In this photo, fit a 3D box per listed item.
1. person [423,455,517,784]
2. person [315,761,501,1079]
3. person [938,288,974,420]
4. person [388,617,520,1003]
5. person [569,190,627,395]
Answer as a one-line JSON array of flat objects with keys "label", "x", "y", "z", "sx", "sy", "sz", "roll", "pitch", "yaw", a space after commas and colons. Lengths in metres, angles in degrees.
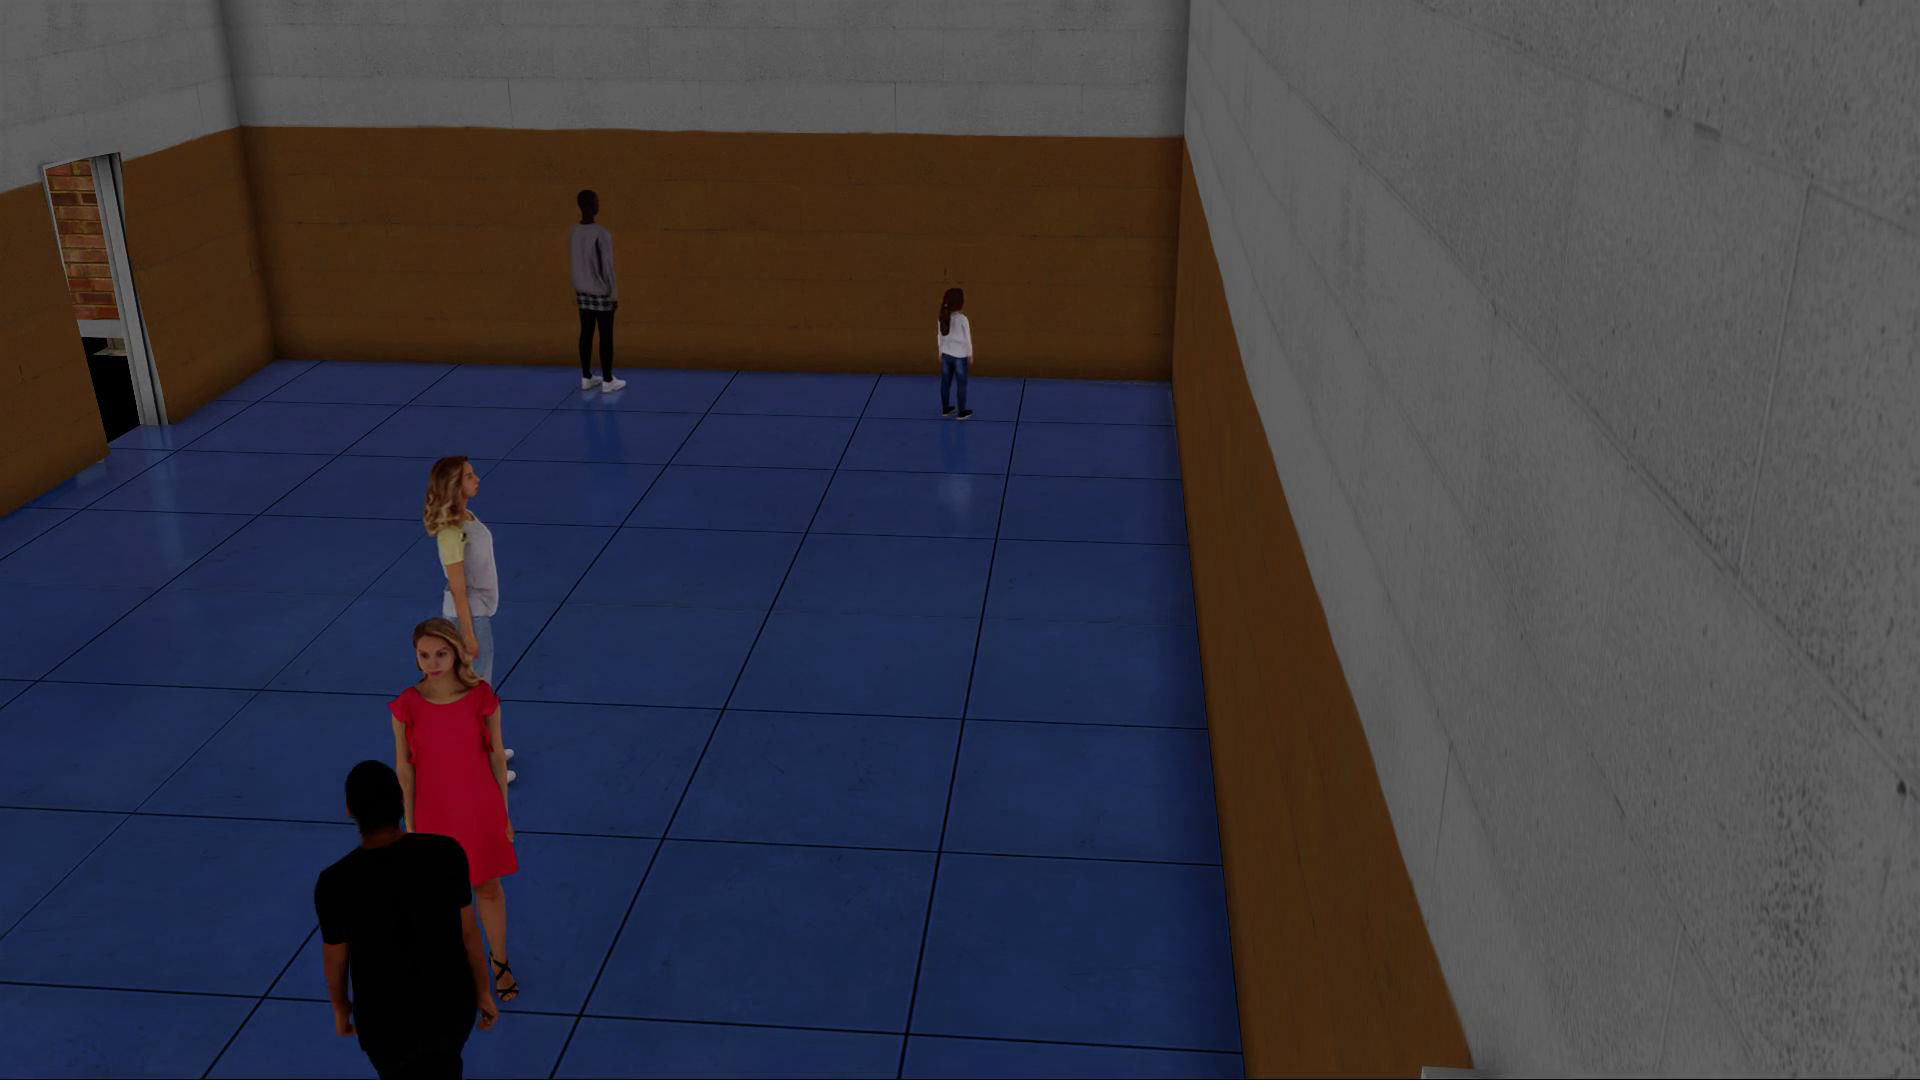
[{"label": "person", "x": -2.437, "y": 0.397, "z": 8.224, "sx": 0.660, "sy": 1.722, "sz": 0.696, "roll": -6, "pitch": 23, "yaw": -15}, {"label": "person", "x": -1.729, "y": 1.571, "z": 5.339, "sx": 1.170, "sy": 1.709, "sz": 1.137, "roll": -12, "pitch": 25, "yaw": -27}, {"label": "person", "x": -0.051, "y": -1.580, "z": 13.984, "sx": 0.514, "sy": 1.110, "sz": 0.588, "roll": 13, "pitch": 25, "yaw": 29}, {"label": "person", "x": -1.968, "y": 1.077, "z": 6.542, "sx": 0.594, "sy": 1.728, "sz": 0.709, "roll": -7, "pitch": 23, "yaw": -16}, {"label": "person", "x": -3.221, "y": -2.178, "z": 14.587, "sx": 0.609, "sy": 1.770, "sz": 0.748, "roll": 11, "pitch": 24, "yaw": 26}]
